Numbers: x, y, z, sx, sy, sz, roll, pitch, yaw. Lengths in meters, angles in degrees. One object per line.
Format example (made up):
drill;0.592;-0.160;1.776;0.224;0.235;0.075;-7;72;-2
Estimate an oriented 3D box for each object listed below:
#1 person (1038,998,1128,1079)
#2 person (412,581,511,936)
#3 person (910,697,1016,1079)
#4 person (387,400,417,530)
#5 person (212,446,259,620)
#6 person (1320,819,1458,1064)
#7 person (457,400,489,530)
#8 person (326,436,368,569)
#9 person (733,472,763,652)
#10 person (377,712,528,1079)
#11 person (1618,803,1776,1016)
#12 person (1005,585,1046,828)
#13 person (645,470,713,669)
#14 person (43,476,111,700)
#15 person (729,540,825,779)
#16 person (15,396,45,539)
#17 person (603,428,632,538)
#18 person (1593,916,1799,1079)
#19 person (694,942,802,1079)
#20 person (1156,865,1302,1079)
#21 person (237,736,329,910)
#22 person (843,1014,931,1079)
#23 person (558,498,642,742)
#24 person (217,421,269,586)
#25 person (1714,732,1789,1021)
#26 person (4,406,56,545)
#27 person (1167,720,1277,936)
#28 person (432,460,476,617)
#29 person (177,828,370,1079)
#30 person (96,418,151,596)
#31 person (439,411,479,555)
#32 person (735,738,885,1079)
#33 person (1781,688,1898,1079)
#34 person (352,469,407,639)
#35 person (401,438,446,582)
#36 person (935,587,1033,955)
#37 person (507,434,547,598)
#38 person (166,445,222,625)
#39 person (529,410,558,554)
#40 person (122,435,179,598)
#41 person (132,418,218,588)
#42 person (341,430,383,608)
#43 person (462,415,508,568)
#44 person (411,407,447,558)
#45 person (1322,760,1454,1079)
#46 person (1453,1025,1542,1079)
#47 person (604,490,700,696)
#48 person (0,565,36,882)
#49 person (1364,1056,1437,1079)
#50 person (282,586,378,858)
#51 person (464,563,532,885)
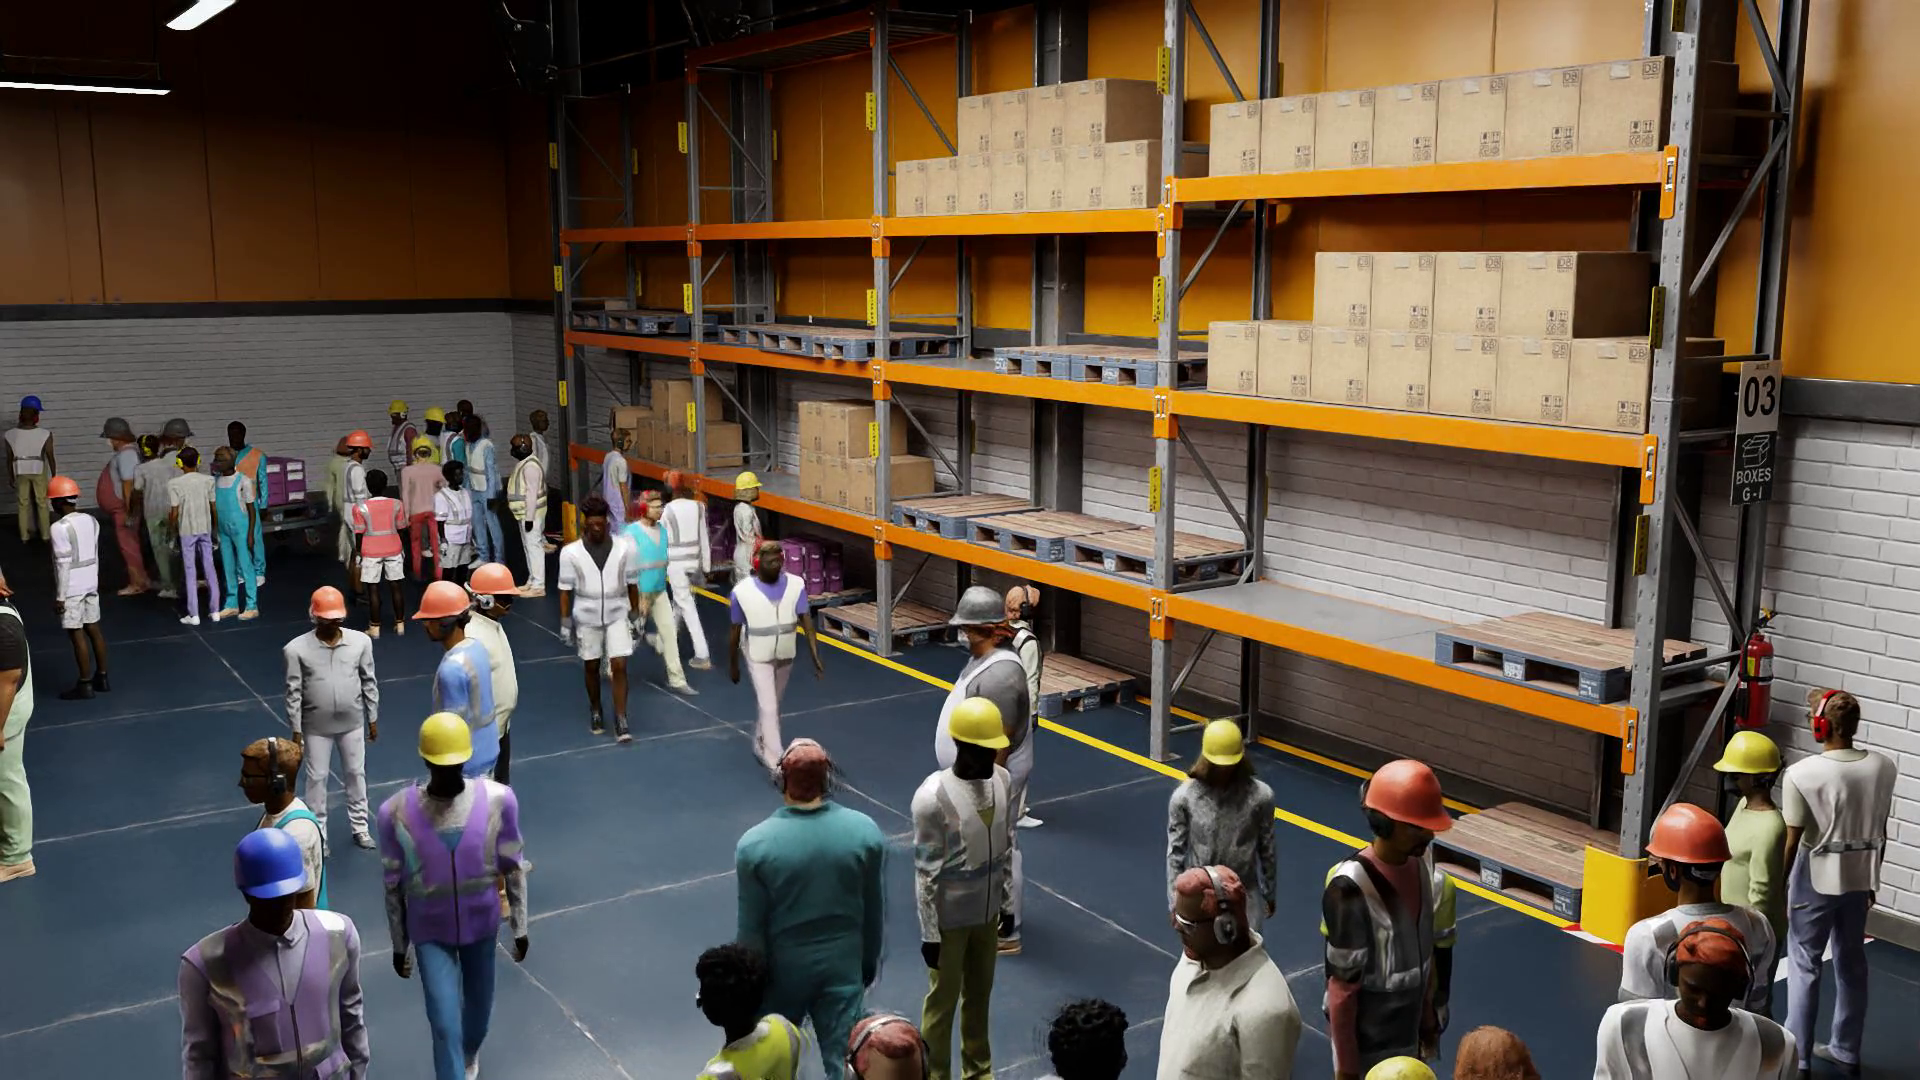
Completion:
person;0.380;2.145;4.866;0.416;1.687;0.545;-4;11;-24
person;-2.785;1.227;9.257;0.421;2.033;0.608;0;10;-3
person;0.041;1.617;7.290;0.396;1.920;0.587;9;13;42
person;-7.769;-1.050;23.222;0.403;1.824;0.594;-8;12;-38
person;-7.618;-0.076;17.443;0.513;1.842;0.325;3;10;18
person;1.718;1.830;6.709;0.536;1.691;0.320;3;10;15
person;-6.824;-1.026;23.072;0.432;1.836;0.634;9;13;43
person;-7.477;-0.462;20.381;0.503;1.618;0.456;1;10;8
person;-2.035;0.209;16.061;0.290;1.746;0.487;-3;10;-18
person;-2.199;1.638;7.245;0.596;1.898;0.874;-4;11;-23
person;2.514;1.865;5.811;0.543;1.929;0.386;-2;10;-10
person;0.389;1.108;11.124;0.314;1.629;0.509;-4;10;-22
person;-2.657;0.258;15.503;1.029;1.827;0.596;8;13;39
person;-7.634;0.411;14.315;0.377;1.932;0.552;1;10;5
person;-1.365;0.873;12.044;0.570;1.787;1.002;-6;12;-33
person;-12.521;-0.979;22.464;0.397;1.939;0.602;-4;10;-21
person;-3.954;-0.387;19.309;0.350;1.835;0.519;-6;12;-33
person;2.171;2.024;4.989;0.573;1.887;0.354;2;10;12
person;-0.733;2.076;5.336;0.744;1.659;0.555;5;11;28
person;0.821;1.961;5.354;0.401;1.894;0.653;-3;10;-15
person;-2.809;1.712;6.944;0.345;1.846;0.506;-6;11;-32
person;-0.136;2.149;4.244;0.662;1.882;0.749;-4;11;-24
person;-2.801;0.636;13.002;0.649;1.922;0.919;-3;10;-16
person;-8.300;-0.421;19.250;0.596;1.918;0.386;0;10;2
person;3.432;1.697;7.284;0.340;1.762;0.525;3;10;15
person;-12.277;-0.844;22.000;0.570;1.831;0.398;-3;10;-18
person;1.196;1.664;7.603;0.502;1.704;0.840;1;10;8
person;-5.271;0.011;17.388;0.327;1.700;0.542;4;10;22
person;-2.266;1.895;5.567;0.605;1.948;0.388;-9;13;-43
person;-9.439;-0.398;18.755;0.537;2.000;0.766;-5;11;-26
person;-6.428;-0.723;21.248;0.429;1.844;0.627;-9;13;-43
person;-0.604;1.737;6.812;0.645;1.858;1.019;-4;10;-20
person;4.008;1.595;7.654;0.561;1.838;0.392;-2;10;-11
person;-5.791;0.135;16.624;0.537;1.700;0.317;-8;12;-39
person;-6.182;-0.309;19.188;0.549;1.709;0.960;-6;11;-30
person;0.132;1.239;9.145;0.537;2.000;0.691;0;10;0
person;-4.858;-0.279;18.680;0.430;1.837;0.625;-4;10;-23
person;-7.950;-0.045;17.232;0.338;1.864;0.594;9;13;43
person;-5.394;-0.751;21.401;0.345;1.846;0.507;-1;10;-4
person;-9.053;-0.263;18.579;0.784;1.831;0.506;4;11;25
person;-8.974;-0.421;18.889;0.695;2.000;0.829;8;12;39
person;-6.518;-0.231;18.104;0.387;1.929;0.546;-6;11;-31
person;-5.765;-0.566;20.211;0.389;1.885;0.652;-8;13;-41
person;-6.711;-0.733;21.115;0.468;1.909;0.666;3;10;17
person;1.557;1.774;6.046;0.411;2.032;0.611;10;14;44
person;1.542;2.204;4.712;0.526;1.611;0.566;-2;10;-13
person;-2.724;0.459;14.474;0.886;1.809;0.571;6;11;30
person;-5.960;1.066;10.161;0.537;2.000;0.678;-6;11;-32
person;1.126;2.199;4.413;0.321;1.737;0.483;-3;10;-19
person;-3.976;1.144;10.570;0.566;1.744;0.350;-6;12;-33
person;-2.814;1.119;10.021;0.407;1.986;0.617;0;10;-1
